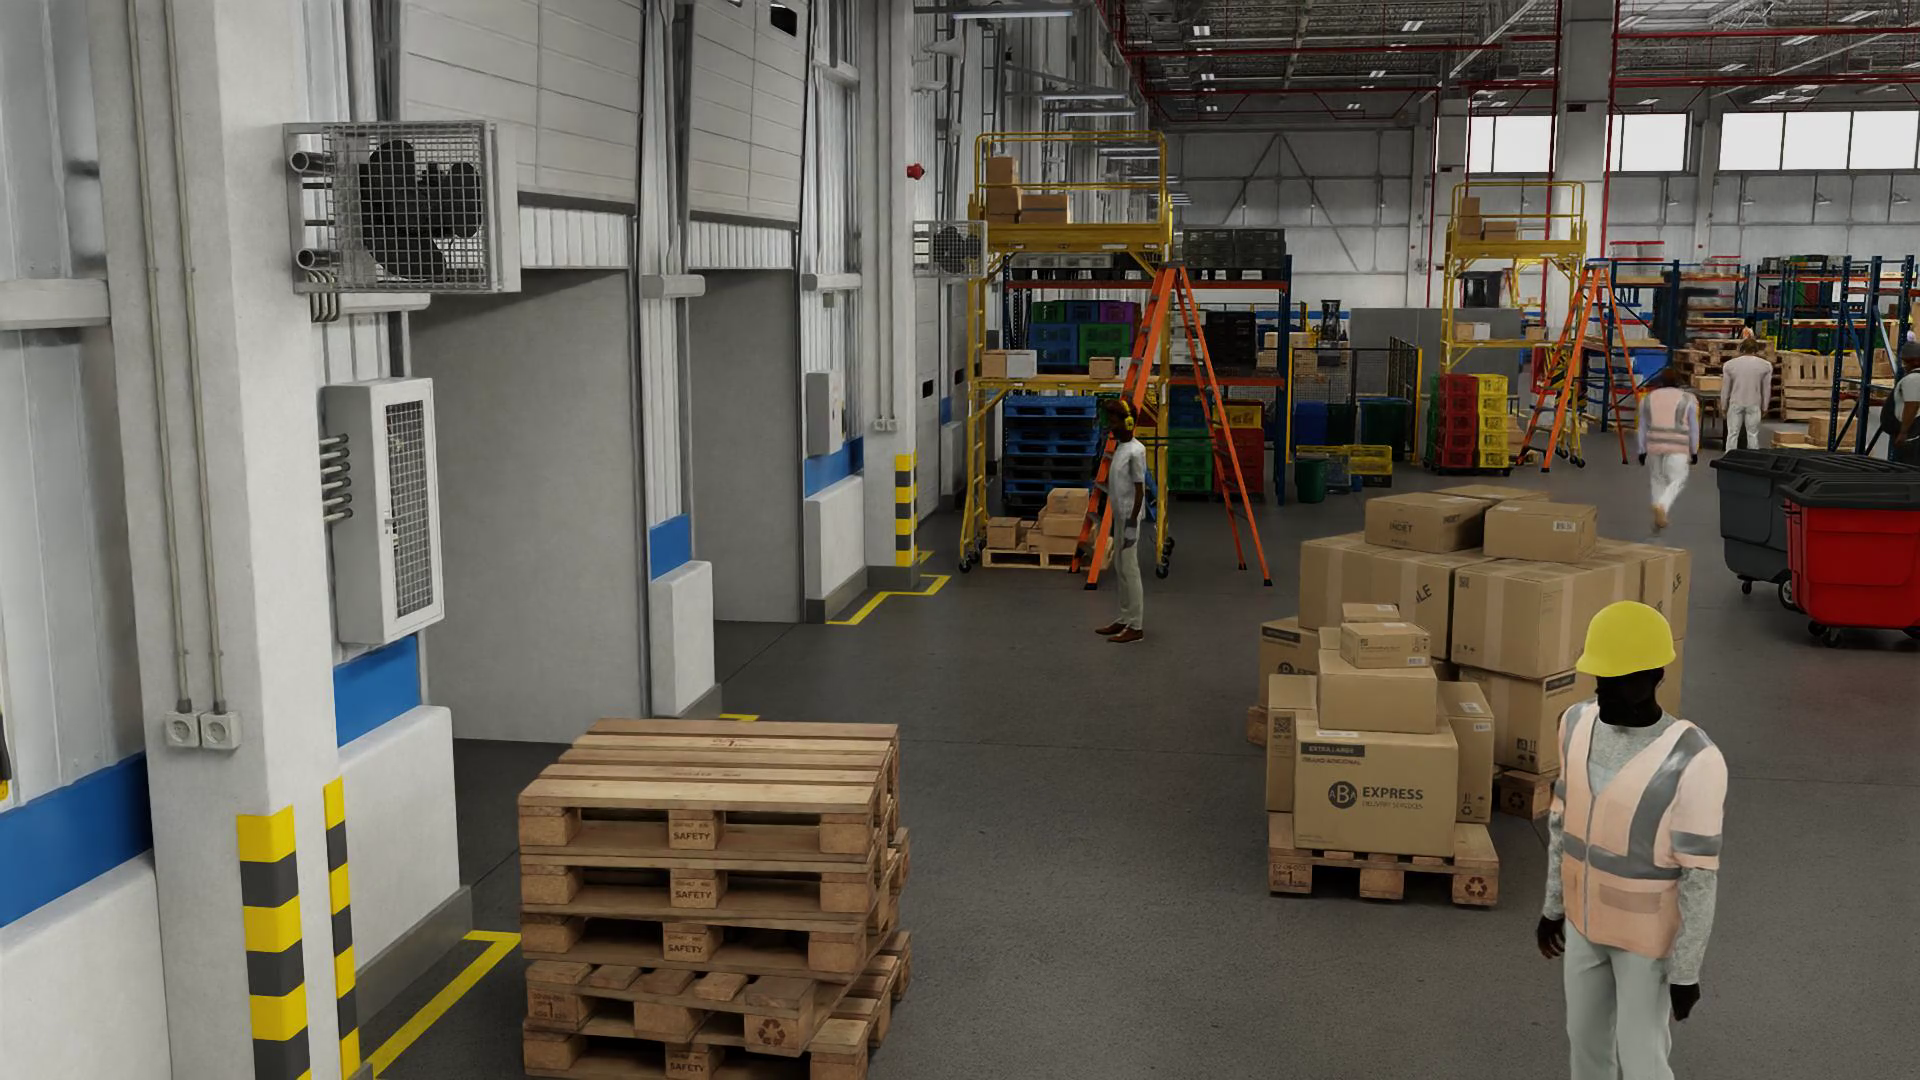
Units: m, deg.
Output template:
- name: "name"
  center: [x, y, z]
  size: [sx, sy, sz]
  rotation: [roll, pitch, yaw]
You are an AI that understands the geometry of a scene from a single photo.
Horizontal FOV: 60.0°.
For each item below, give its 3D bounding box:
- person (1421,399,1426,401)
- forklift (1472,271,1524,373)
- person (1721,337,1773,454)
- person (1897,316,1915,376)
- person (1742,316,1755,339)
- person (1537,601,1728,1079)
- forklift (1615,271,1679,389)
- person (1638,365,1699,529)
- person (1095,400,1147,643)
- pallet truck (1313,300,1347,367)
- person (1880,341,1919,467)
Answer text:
- name: "person"
  center: [10.440, -3.948, 36.199]
  size: [1.003, 1.894, 0.546]
  rotation: [-3, 10, -16]
- name: "forklift"
  center: [14.292, -5.913, 45.235]
  size: [1.873, 2.768, 1.129]
  rotation: [-3, 10, -17]
- name: "person"
  center: [10.891, -1.846, 23.080]
  size: [0.631, 1.931, 0.365]
  rotation: [4, 10, 21]
- name: "person"
  center: [19.565, -3.694, 34.480]
  size: [0.382, 1.924, 0.594]
  rotation: [5, 11, 30]
- name: "person"
  center: [19.984, -4.832, 42.208]
  size: [0.316, 1.695, 0.541]
  rotation: [7, 12, 37]
- name: "person"
  center: [1.919, 1.116, 4.853]
  size: [0.395, 1.918, 0.587]
  rotation: [-4, 10, -22]
- name: "forklift"
  center: [16.447, -4.891, 38.931]
  size: [1.873, 2.768, 1.129]
  rotation: [1, 9, 9]
- name: "person"
  center: [7.678, -0.988, 18.107]
  size: [0.638, 1.822, 0.631]
  rotation: [-9, 13, -44]
- name: "person"
  center: [1.252, -0.143, 12.772]
  size: [0.328, 1.867, 0.509]
  rotation: [-2, 9, -11]
- name: "pallet truck"
  center: [11.159, -6.200, 49.718]
  size: [0.823, 1.965, 1.885]
  rotation: [4, 10, 26]
- name: "person"
  center: [11.033, -1.306, 19.405]
  size: [0.536, 2.000, 0.683]
  rotation: [9, 13, 43]
